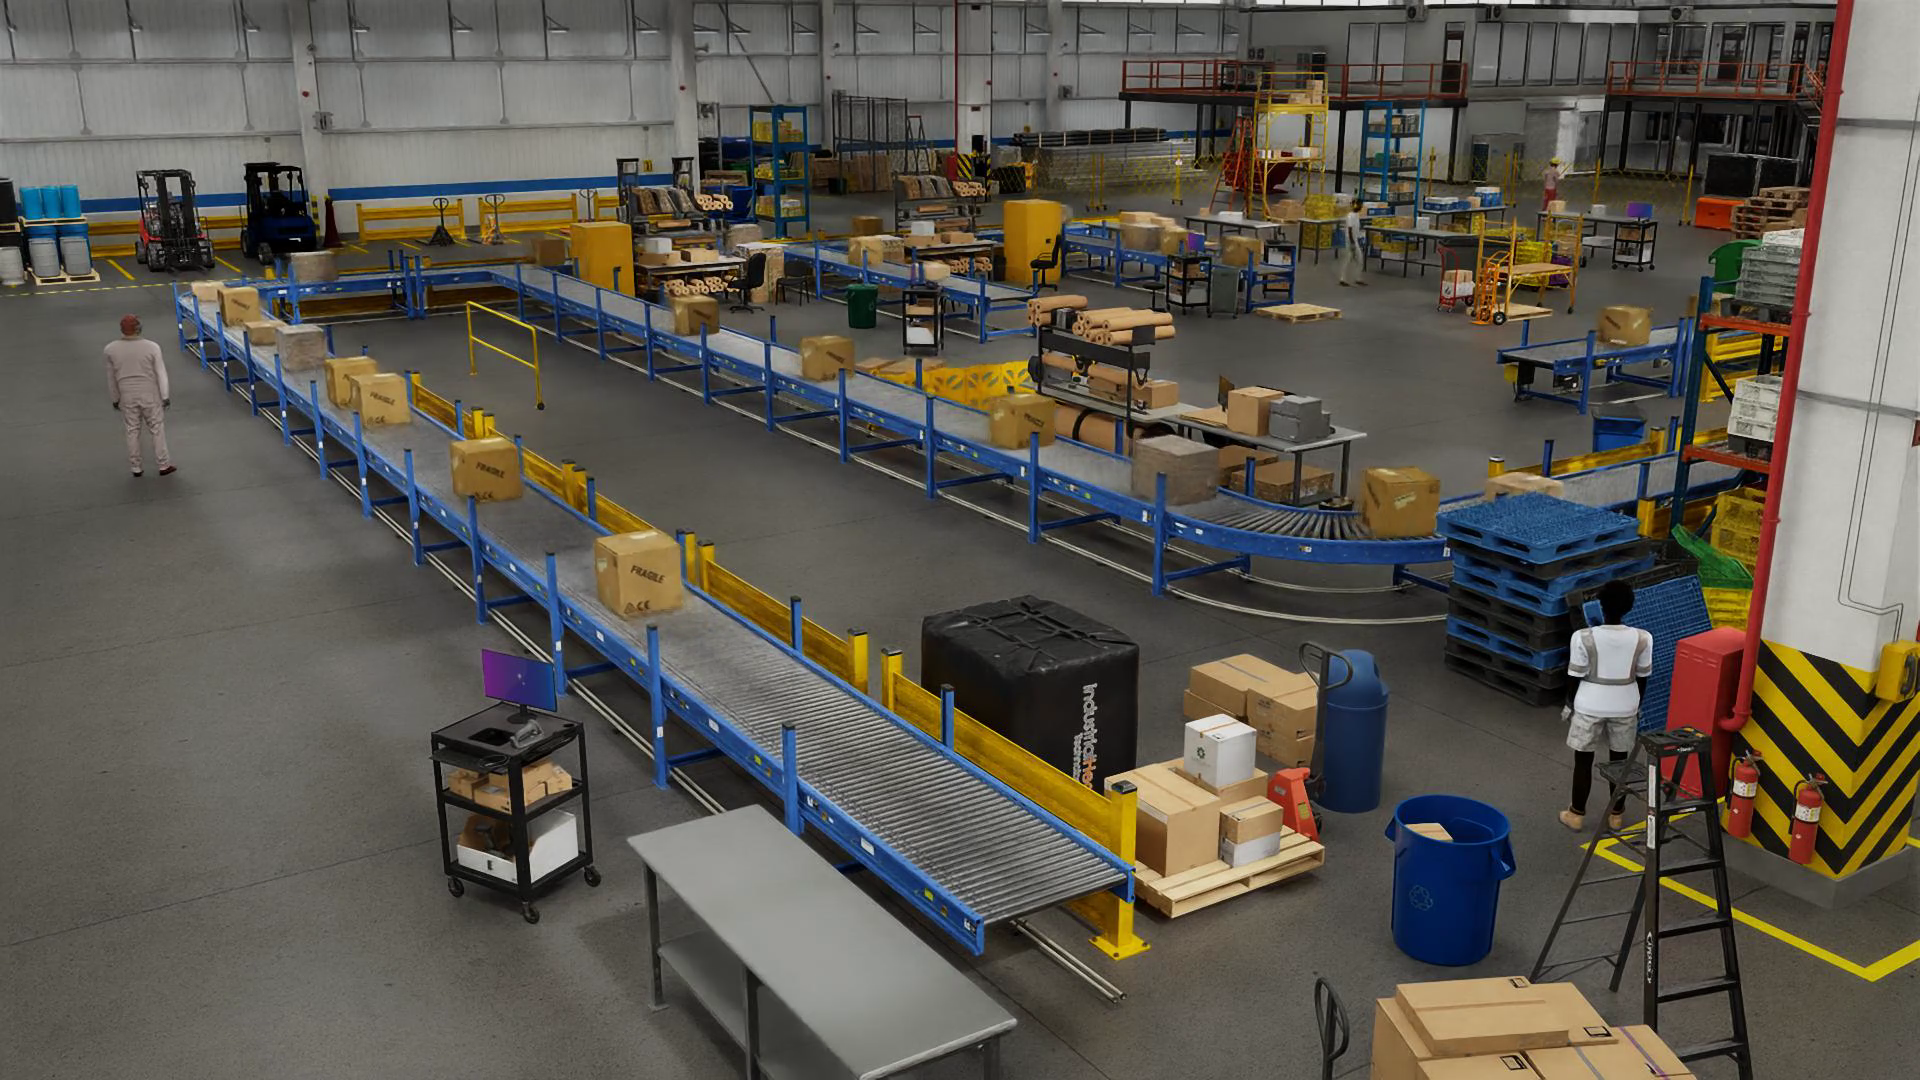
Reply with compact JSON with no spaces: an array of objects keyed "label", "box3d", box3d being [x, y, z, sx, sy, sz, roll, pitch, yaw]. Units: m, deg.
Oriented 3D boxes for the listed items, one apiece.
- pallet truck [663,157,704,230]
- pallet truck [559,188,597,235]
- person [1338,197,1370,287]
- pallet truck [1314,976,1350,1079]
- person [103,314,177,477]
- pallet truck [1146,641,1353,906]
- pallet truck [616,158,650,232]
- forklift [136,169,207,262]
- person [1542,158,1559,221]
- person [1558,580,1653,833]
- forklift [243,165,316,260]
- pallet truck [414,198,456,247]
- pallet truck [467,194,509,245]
[{"label":"pallet truck","box3d":[-7.586,-9.308,44.692,0.823,1.965,1.885,-11,20,-33]},{"label":"pallet truck","box3d":[-10.010,-8.652,43.699,0.653,1.274,1.630,-10,20,-31]},{"label":"person","box3d":[8.212,-6.155,34.457,0.770,1.839,0.540,14,21,38]},{"label":"pallet truck","box3d":[2.299,2.390,7.086,1.601,1.201,0.680,-2,17,-7]},{"label":"person","box3d":[-9.611,-1.692,19.512,0.645,1.905,0.400,-3,17,-11]},{"label":"pallet truck","box3d":[1.664,1.407,10.232,1.630,1.274,0.653,-10,20,-31]},{"label":"pallet truck","box3d":[-8.918,-9.176,44.255,0.823,1.965,1.885,-9,19,-27]},{"label":"forklift","box3d":[-17.842,-7.318,37.559,1.157,1.987,2.680,-10,20,-31]},{"label":"person","box3d":[16.784,-9.941,47.190,0.309,1.772,0.525,-8,18,-24]},{"label":"person","box3d":[4.127,1.075,10.657,0.532,1.696,0.319,1,17,2]},{"label":"forklift","box3d":[-15.898,-7.669,38.708,1.157,1.987,2.680,-11,20,-33]},{"label":"pallet truck","box3d":[-13.250,-8.060,41.856,0.680,1.201,1.601,-10,20,-31]},{"label":"pallet truck","box3d":[-11.983,-8.177,42.137,0.704,1.261,1.522,-11,20,-33]}]
